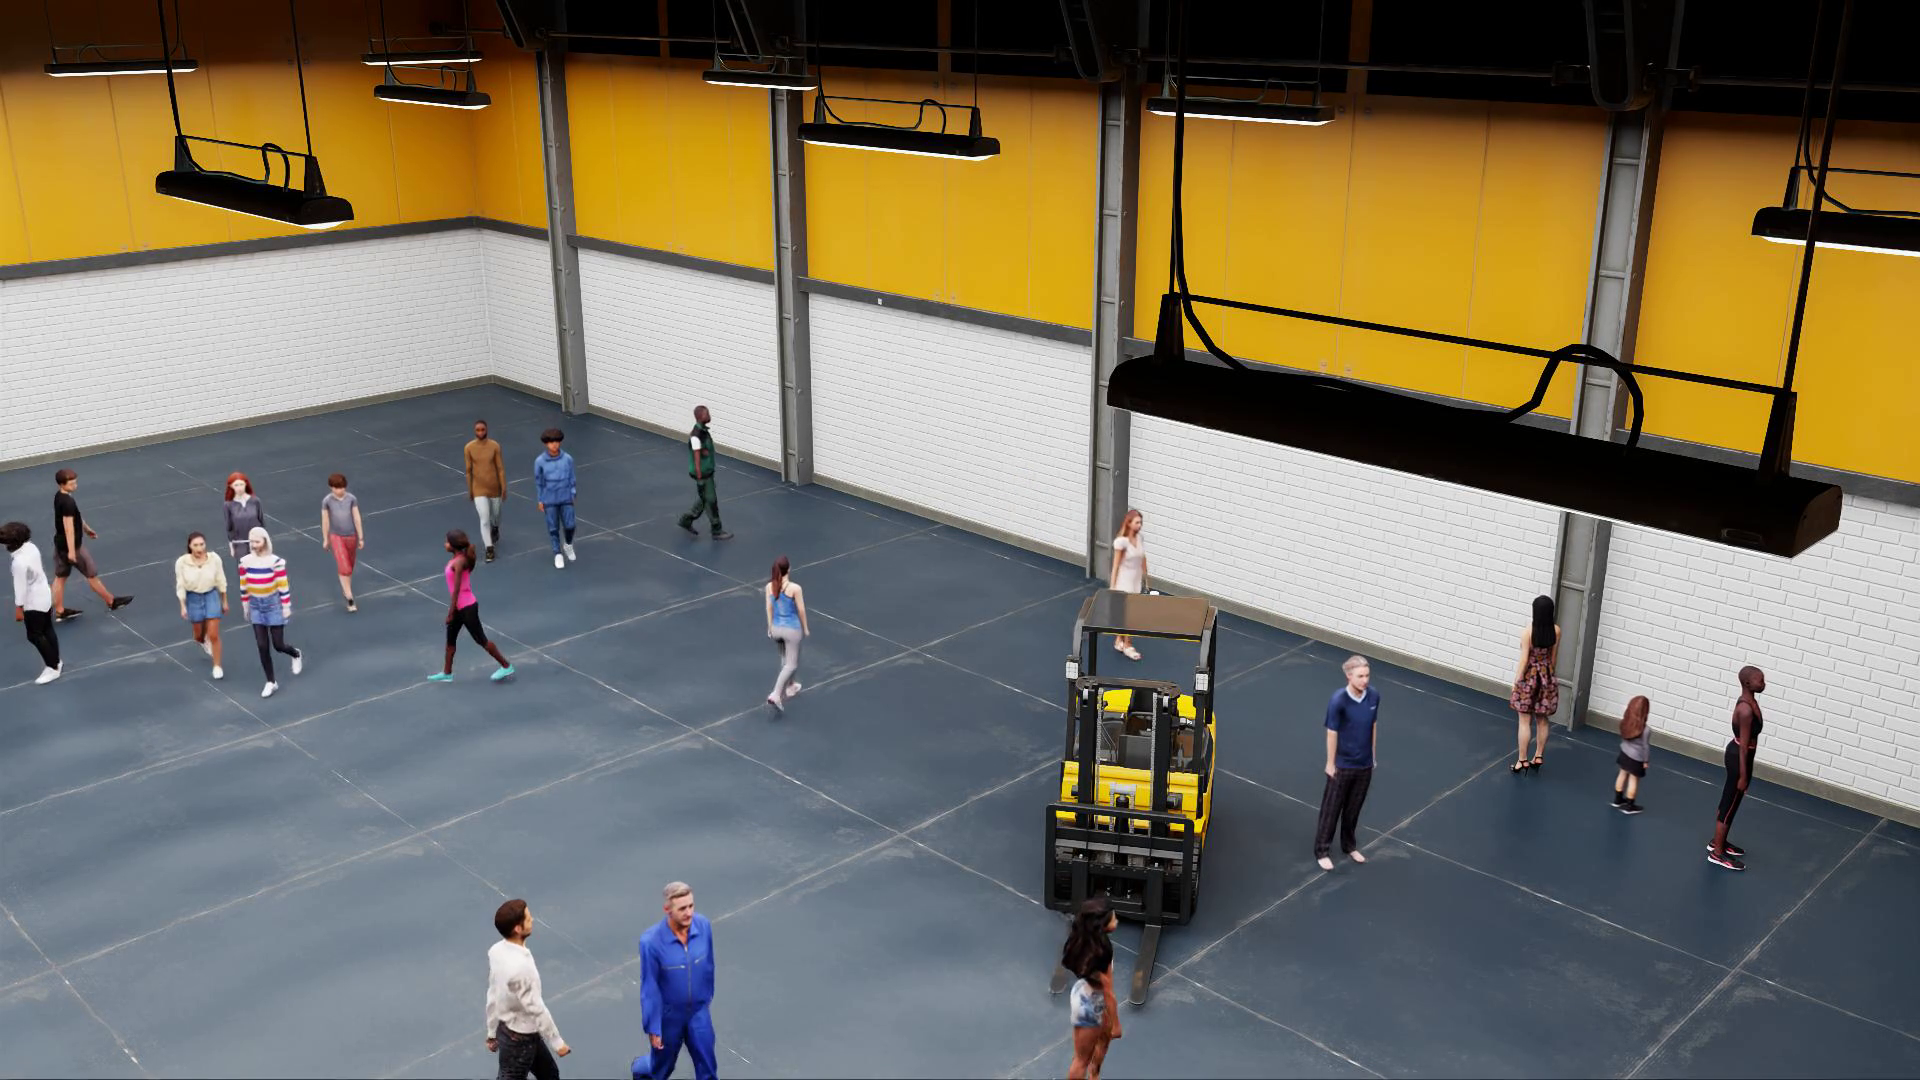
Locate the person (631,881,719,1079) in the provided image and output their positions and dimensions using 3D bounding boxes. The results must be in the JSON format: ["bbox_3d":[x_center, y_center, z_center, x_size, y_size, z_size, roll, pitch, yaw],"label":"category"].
[{"bbox_3d":[-1.837,2.974,10.576,0.818,1.799,1.123,-14,23,-36],"label":"person"}]

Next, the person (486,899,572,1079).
[{"bbox_3d":[-2.785,3.109,10.134,0.962,1.824,1.263,-10,21,-28],"label":"person"}]

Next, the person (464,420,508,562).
[{"bbox_3d":[-6.091,-0.676,21.409,0.933,1.801,1.104,-5,19,-14],"label":"person"}]

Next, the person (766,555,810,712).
[{"bbox_3d":[-1.785,0.962,16.883,1.026,1.586,0.850,9,21,24],"label":"person"}]

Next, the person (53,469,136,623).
[{"bbox_3d":[-10.344,0.080,19.143,1.008,1.815,0.772,18,25,42],"label":"person"}]

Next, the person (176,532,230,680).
[{"bbox_3d":[-8.068,0.663,17.719,0.832,1.619,0.993,-8,20,-22],"label":"person"}]

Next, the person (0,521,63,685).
[{"bbox_3d":[-9.785,0.594,17.652,0.904,1.792,0.772,1,19,4],"label":"person"}]

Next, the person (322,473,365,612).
[{"bbox_3d":[-7.335,-0.027,19.785,0.805,1.608,1.226,-10,21,-27],"label":"person"}]

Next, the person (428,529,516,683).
[{"bbox_3d":[-5.093,0.728,17.427,0.978,1.683,1.114,-5,19,-16],"label":"person"}]

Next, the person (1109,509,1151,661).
[{"bbox_3d":[1.793,0.451,18.253,0.629,1.680,0.712,-16,24,-39],"label":"person"}]

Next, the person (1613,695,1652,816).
[{"bbox_3d":[6.006,1.897,14.859,0.588,1.105,0.486,-6,20,-18],"label":"person"}]

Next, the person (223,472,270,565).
[{"bbox_3d":[-8.254,0.061,19.297,0.805,1.752,1.121,-9,21,-26],"label":"person"}]

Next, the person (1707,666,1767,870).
[{"bbox_3d":[6.511,1.869,13.920,0.637,1.758,0.656,9,20,24],"label":"person"}]

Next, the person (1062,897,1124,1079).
[{"bbox_3d":[0.764,3.032,10.701,0.777,1.609,0.711,-3,19,-9],"label":"person"}]

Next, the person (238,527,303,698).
[{"bbox_3d":[-7.177,0.705,17.321,0.968,1.793,1.008,2,19,5],"label":"person"}]

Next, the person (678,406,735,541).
[{"bbox_3d":[-3.456,-0.882,21.984,1.123,1.825,1.051,1,19,2],"label":"person"}]

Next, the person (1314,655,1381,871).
[{"bbox_3d":[3.240,1.832,13.854,0.734,1.870,0.698,-7,20,-20],"label":"person"}]

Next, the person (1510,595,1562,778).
[{"bbox_3d":[5.340,1.345,15.452,0.791,1.773,0.828,-5,19,-15],"label":"person"}]

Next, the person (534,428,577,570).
[{"bbox_3d":[-5.121,-0.556,21.056,0.791,1.800,0.804,-6,20,-18],"label":"person"}]
